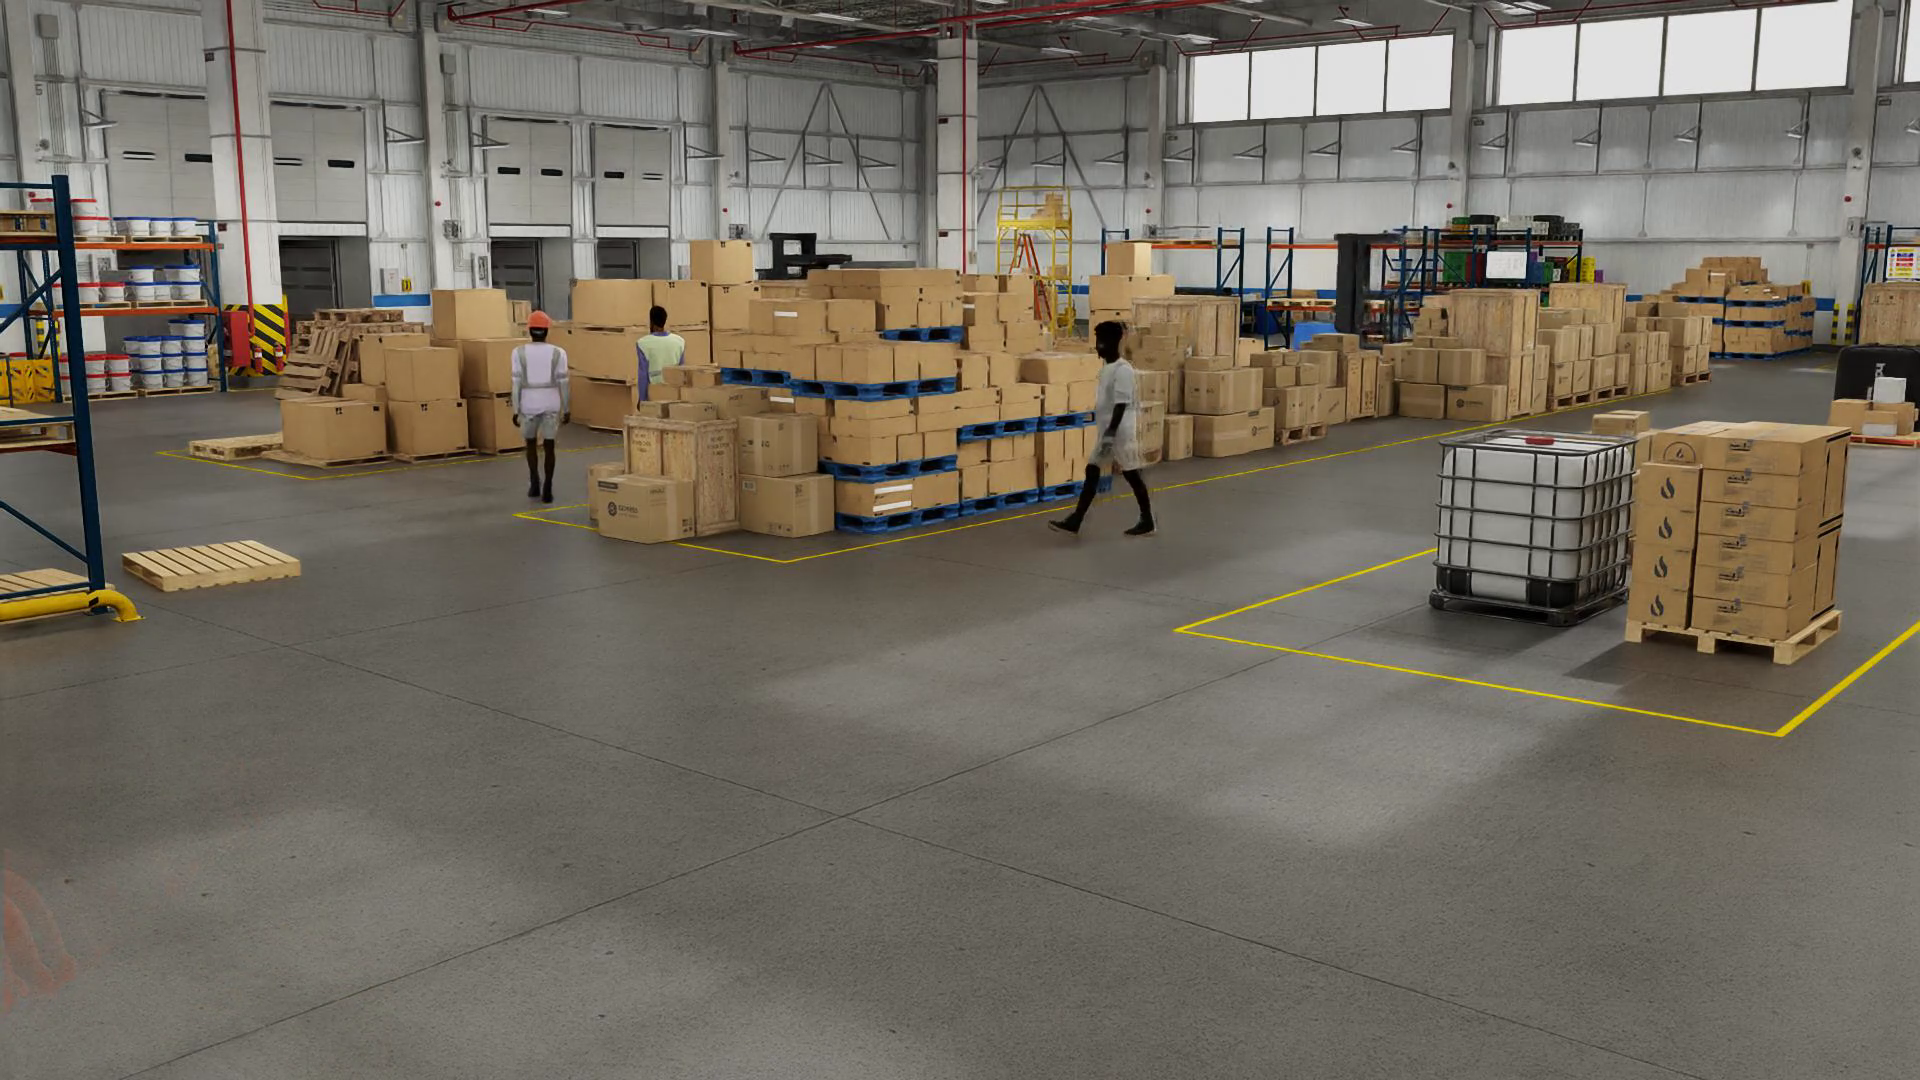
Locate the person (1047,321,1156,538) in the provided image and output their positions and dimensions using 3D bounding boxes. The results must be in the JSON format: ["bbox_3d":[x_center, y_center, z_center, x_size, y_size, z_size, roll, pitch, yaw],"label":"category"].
[{"bbox_3d":[1.293,-0.946,14.516,0.998,1.912,0.624,-3,10,-16],"label":"person"}]

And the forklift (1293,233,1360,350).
[{"bbox_3d":[7.565,-4.611,32.646,1.873,2.768,1.129,4,11,21],"label":"forklift"}]

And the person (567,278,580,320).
[{"bbox_3d":[-8.140,-4.669,35.792,1.000,1.885,0.658,0,10,1],"label":"person"}]

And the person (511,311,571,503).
[{"bbox_3d":[-4.248,-1.361,16.893,0.579,1.904,0.831,-3,10,-14],"label":"person"}]

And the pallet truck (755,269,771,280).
[{"bbox_3d":[-4.996,-6.432,45.525,1.885,1.965,0.823,-6,12,-32],"label":"pallet truck"}]

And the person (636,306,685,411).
[{"bbox_3d":[-3.269,-1.598,18.227,0.593,1.920,0.391,-9,13,-41],"label":"person"}]

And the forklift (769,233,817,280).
[{"bbox_3d":[-3.099,-4.334,31.069,1.873,2.768,1.129,8,13,40],"label":"forklift"}]
